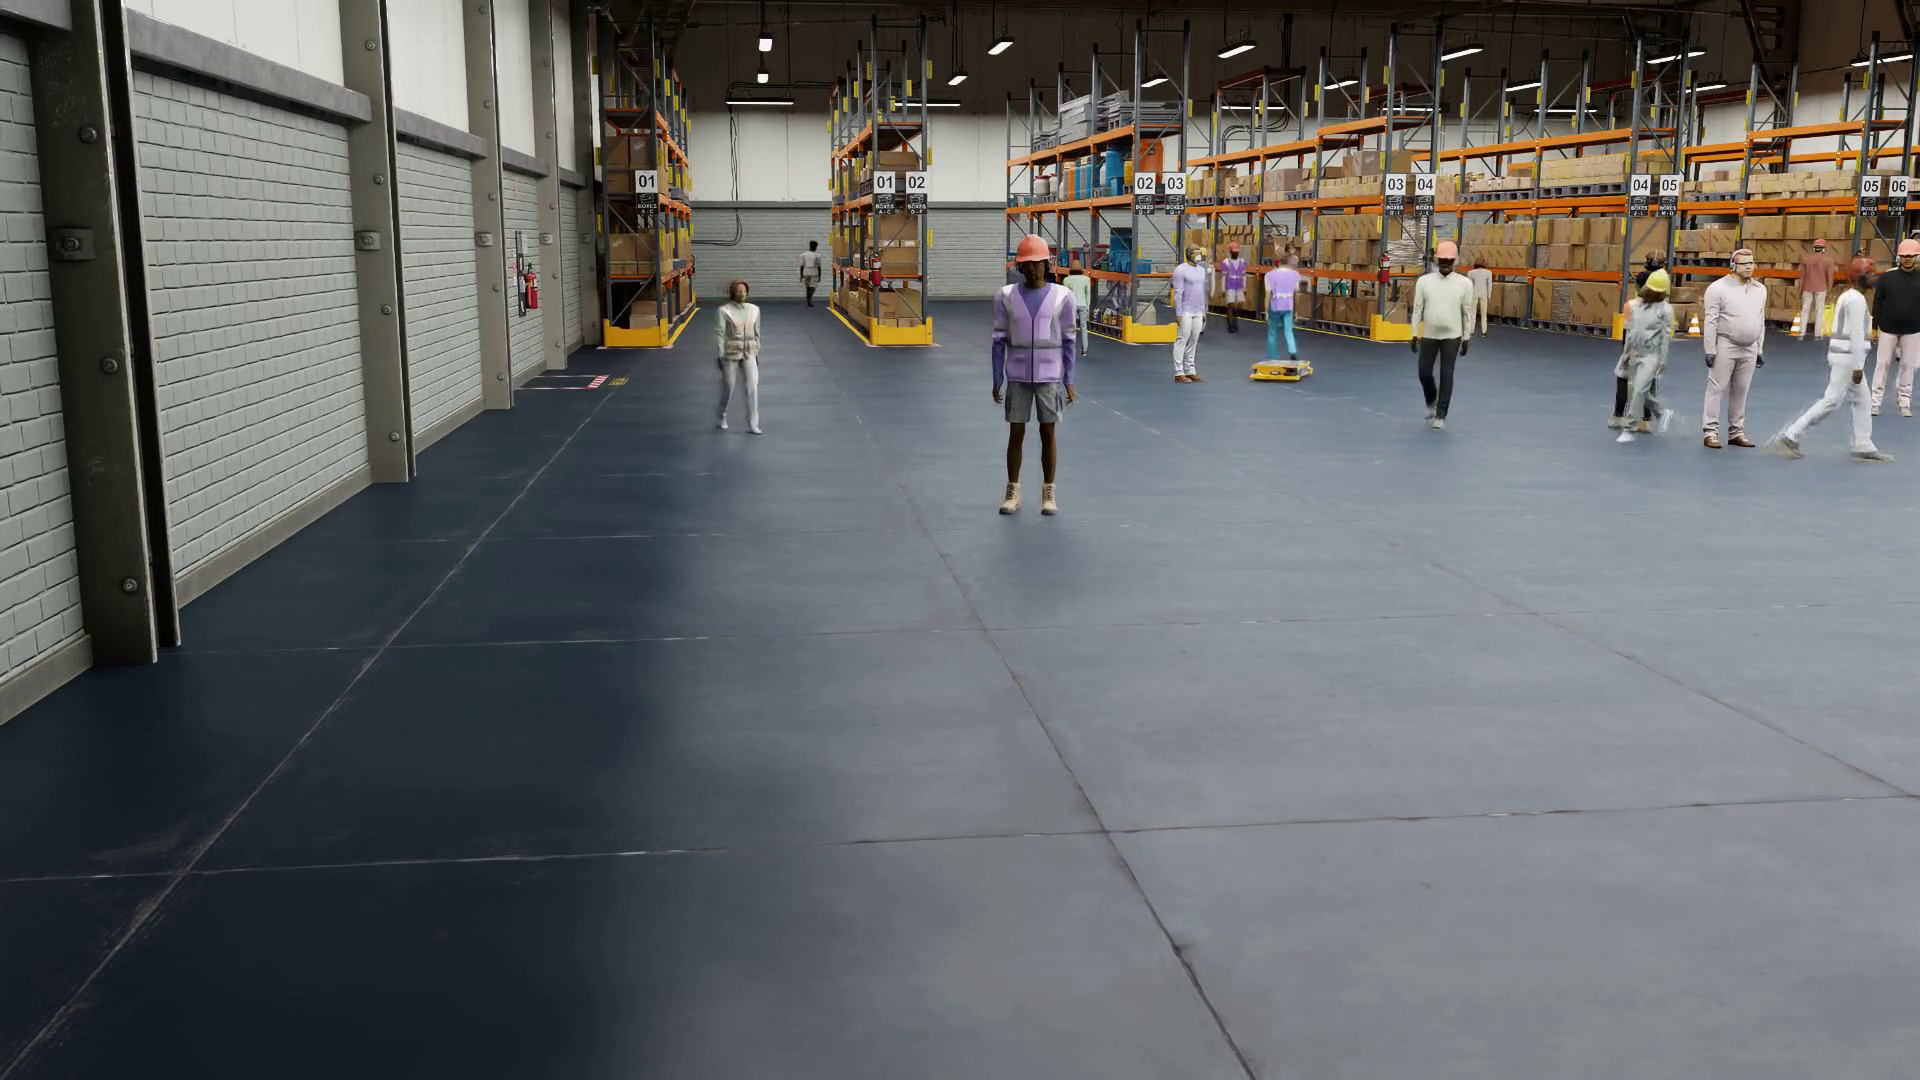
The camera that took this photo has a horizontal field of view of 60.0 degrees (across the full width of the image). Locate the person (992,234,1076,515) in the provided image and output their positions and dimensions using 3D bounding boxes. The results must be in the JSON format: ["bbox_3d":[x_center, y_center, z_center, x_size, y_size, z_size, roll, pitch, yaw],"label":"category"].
[{"bbox_3d":[0.535,-1.192,12.123,0.615,2.040,0.391,1,10,7],"label":"person"}]

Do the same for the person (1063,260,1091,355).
[{"bbox_3d":[1.991,-3.967,28.457,0.498,1.633,0.285,-3,11,-15],"label":"person"}]

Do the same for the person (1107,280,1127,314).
[{"bbox_3d":[3.976,-6.499,42.015,0.539,1.750,0.419,-2,11,-10],"label":"person"}]

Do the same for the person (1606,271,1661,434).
[{"bbox_3d":[7.078,-1.961,17.351,0.538,1.668,0.719,-1,10,-4],"label":"person"}]

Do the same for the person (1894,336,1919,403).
[{"bbox_3d":[11.299,-2.436,19.443,0.589,1.863,0.742,1,10,5],"label":"person"}]

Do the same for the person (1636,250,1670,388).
[{"bbox_3d":[9.303,-2.958,22.396,0.429,1.852,0.631,4,11,21],"label":"person"}]

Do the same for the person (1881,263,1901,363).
[{"bbox_3d":[15.116,-3.753,26.740,0.600,1.829,0.404,-1,10,-4],"label":"person"}]

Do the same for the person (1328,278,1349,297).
[{"bbox_3d":[9.256,-6.259,40.663,0.526,1.768,0.331,-1,10,-3],"label":"person"}]

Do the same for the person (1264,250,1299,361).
[{"bbox_3d":[4.891,-3.481,25.259,0.578,1.823,0.775,-2,10,-9],"label":"person"}]

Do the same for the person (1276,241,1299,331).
[{"bbox_3d":[7.096,-5.496,36.046,0.627,1.932,0.372,-7,13,-35],"label":"person"}]

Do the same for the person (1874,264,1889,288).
[{"bbox_3d":[19.714,-5.402,35.678,0.669,1.870,0.770,-3,11,-17],"label":"person"}]

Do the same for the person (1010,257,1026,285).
[{"bbox_3d":[1.373,-5.729,38.145,0.510,1.618,0.358,-4,11,-19],"label":"person"}]

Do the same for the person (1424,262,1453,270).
[{"bbox_3d":[9.679,-5.054,33.713,0.594,1.893,0.466,0,10,-2],"label":"person"}]

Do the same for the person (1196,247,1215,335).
[{"bbox_3d":[4.941,-5.105,34.174,0.613,1.822,0.439,1,10,5],"label":"person"}]

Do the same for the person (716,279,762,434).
[{"bbox_3d":[-2.338,-1.922,17.332,0.526,1.605,0.811,-6,12,-31],"label":"person"}]

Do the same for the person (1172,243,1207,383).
[{"bbox_3d":[3.208,-3.156,23.173,0.627,1.941,0.370,-10,14,-43],"label":"person"}]

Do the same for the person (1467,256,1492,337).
[{"bbox_3d":[10.561,-4.953,33.863,0.498,1.633,0.278,3,11,15],"label":"person"}]

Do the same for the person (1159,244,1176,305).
[{"bbox_3d":[6.370,-7.917,49.123,0.978,1.994,0.632,-4,11,-23],"label":"person"}]

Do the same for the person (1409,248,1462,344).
[{"bbox_3d":[9.016,-4.580,31.292,0.913,1.836,0.520,5,12,27],"label":"person"}]

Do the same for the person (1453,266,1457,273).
[{"bbox_3d":[11.663,-6.209,40.043,0.559,1.882,0.975,-1,10,-8],"label":"person"}]

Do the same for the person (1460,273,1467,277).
[{"bbox_3d":[15.433,-8.122,50.622,0.976,1.854,0.668,2,10,10],"label":"person"}]

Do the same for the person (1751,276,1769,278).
[{"bbox_3d":[20.481,-6.682,42.604,0.592,1.903,0.732,0,10,-2],"label":"person"}]

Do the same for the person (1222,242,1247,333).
[{"bbox_3d":[5.793,-5.325,35.115,0.564,1.917,0.410,-2,11,-11],"label":"person"}]

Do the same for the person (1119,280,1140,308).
[{"bbox_3d":[4.278,-6.527,41.976,0.550,1.823,0.893,1,10,4],"label":"person"}]

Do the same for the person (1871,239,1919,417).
[{"bbox_3d":[10.639,-2.389,18.815,0.610,1.996,0.378,5,11,25],"label":"person"}]

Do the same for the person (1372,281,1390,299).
[{"bbox_3d":[10.955,-6.692,43.392,0.533,1.634,0.345,-6,12,-31],"label":"person"}]

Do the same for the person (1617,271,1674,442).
[{"bbox_3d":[6.863,-1.816,16.512,0.697,1.694,0.512,-6,12,-28],"label":"person"}]

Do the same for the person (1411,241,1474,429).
[{"bbox_3d":[5.143,-2.190,17.752,0.634,1.983,0.539,4,11,22],"label":"person"}]

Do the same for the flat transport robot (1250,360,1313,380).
[{"bbox_3d":[4.619,-2.443,23.838,0.652,0.197,1.431,4,11,21],"label":"flat transport robot"}]

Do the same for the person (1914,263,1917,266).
[{"bbox_3d":[19.811,-5.106,34.827,0.516,1.587,0.894,-2,11,-11],"label":"person"}]

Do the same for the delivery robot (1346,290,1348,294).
[{"bbox_3d":[11.900,-7.364,49.784,0.707,0.478,0.477,8,13,39],"label":"delivery robot"}]

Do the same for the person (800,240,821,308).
[{"bbox_3d":[-4.260,-7.513,47.099,0.629,1.931,0.814,4,11,19],"label":"person"}]

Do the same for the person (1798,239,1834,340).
[{"bbox_3d":[16.810,-4.912,32.677,0.616,1.986,0.401,7,13,34],"label":"person"}]

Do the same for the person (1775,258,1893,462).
[{"bbox_3d":[7.952,-1.621,15.038,0.941,1.850,0.587,4,11,22],"label":"person"}]

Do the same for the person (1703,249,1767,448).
[{"bbox_3d":[7.477,-1.836,16.030,0.641,1.909,0.409,-2,11,-12],"label":"person"}]
